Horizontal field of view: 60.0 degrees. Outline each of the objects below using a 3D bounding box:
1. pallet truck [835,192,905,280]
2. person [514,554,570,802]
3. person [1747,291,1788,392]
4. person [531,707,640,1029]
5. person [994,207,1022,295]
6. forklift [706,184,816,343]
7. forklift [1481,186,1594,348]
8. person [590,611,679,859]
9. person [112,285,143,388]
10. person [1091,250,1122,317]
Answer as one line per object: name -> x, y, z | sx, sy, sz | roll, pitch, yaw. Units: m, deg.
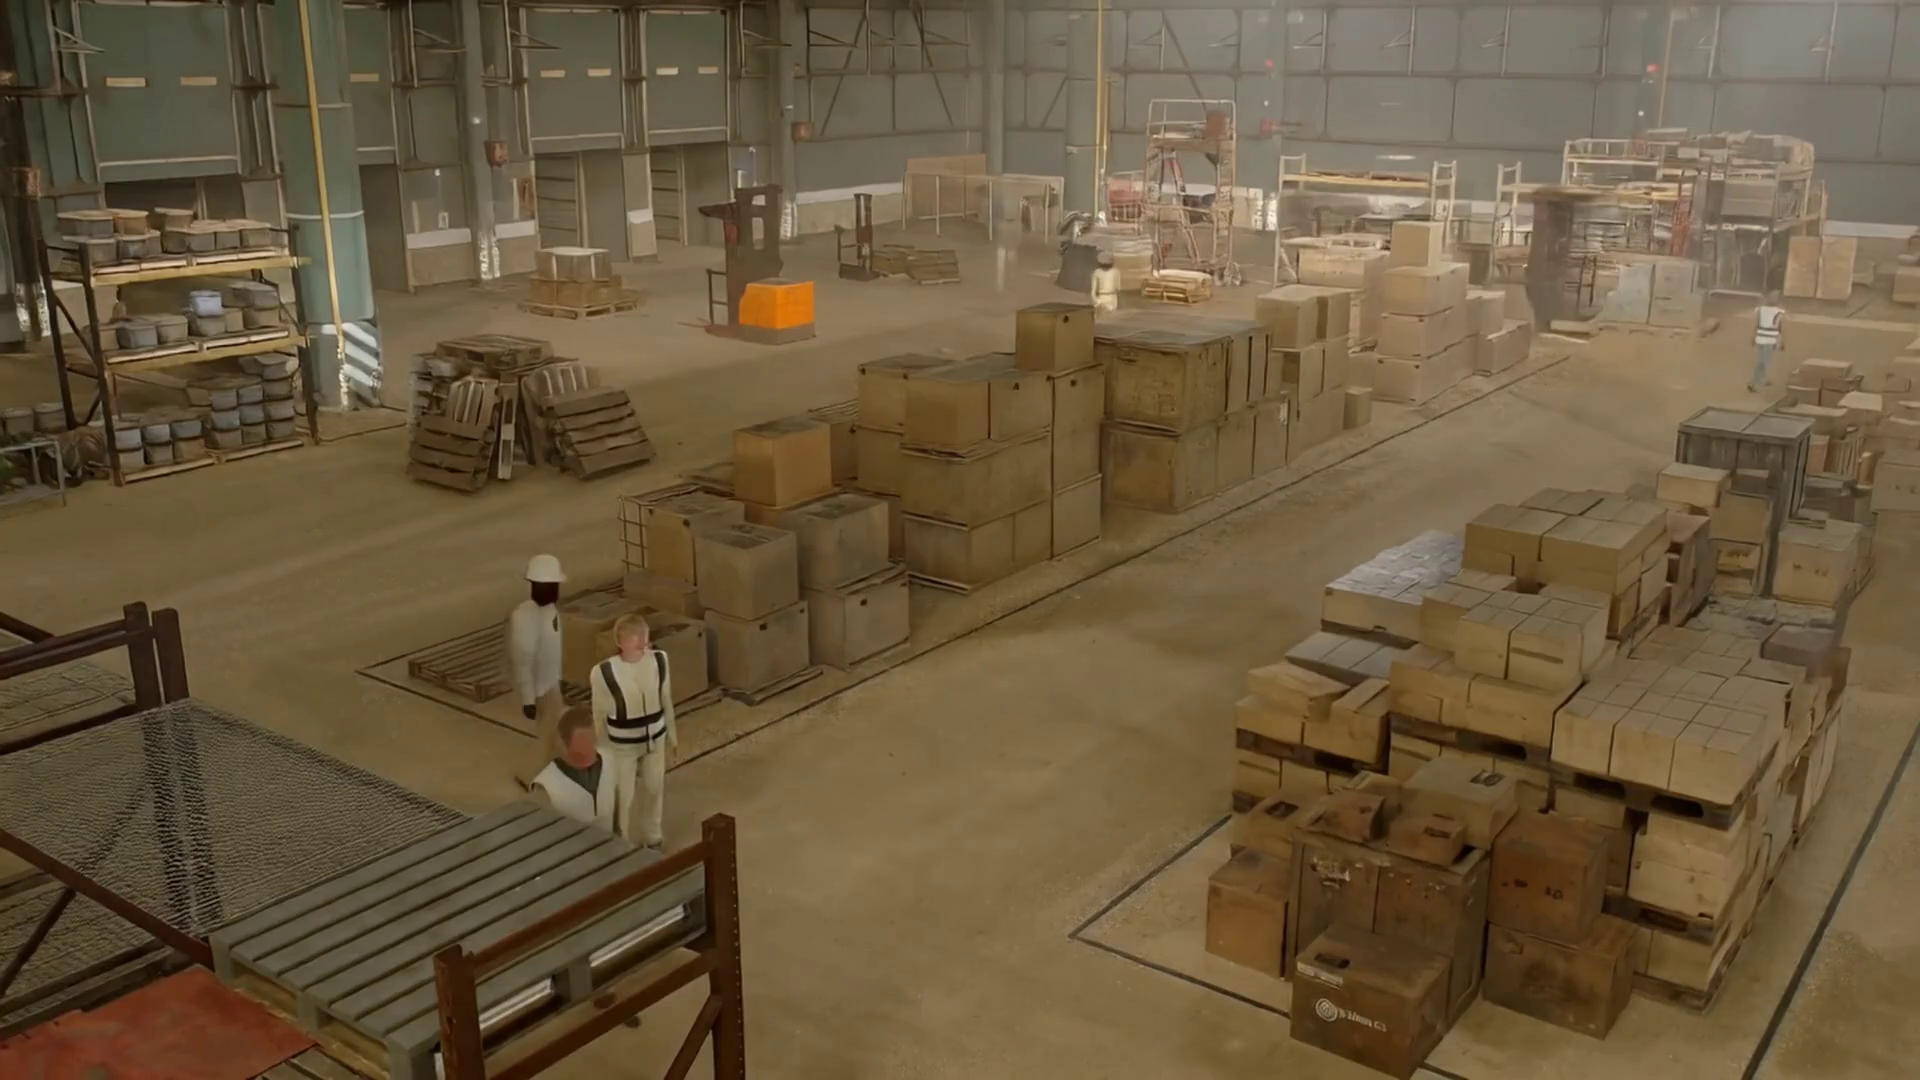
pallet truck -> -1.936, -7.159, 38.982 | 1.885, 1.965, 0.823 | -12, 21, -34
person -> -2.981, 1.025, 12.020 | 0.417, 1.910, 0.625 | 1, 17, 4
person -> 12.825, -3.151, 26.404 | 0.873, 1.598, 0.527 | -11, 20, -31
person -> -2.182, 1.807, 9.479 | 0.827, 1.896, 0.596 | 11, 20, 32
person -> 1.053, -6.363, 36.544 | 0.648, 1.889, 1.017 | 5, 18, 16
forklift -> -3.717, -5.181, 30.929 | 1.873, 2.768, 1.129 | 12, 21, 35
forklift -> 10.661, -5.056, 30.516 | 1.873, 2.768, 1.129 | 11, 20, 32
person -> -2.123, 1.371, 10.930 | 0.585, 1.882, 0.344 | -13, 21, -38
person -> -13.351, -3.234, 26.511 | 0.561, 1.675, 0.428 | 14, 22, 38
person -> 2.566, -4.174, 29.251 | 0.586, 1.911, 0.657 | -2, 17, -5
